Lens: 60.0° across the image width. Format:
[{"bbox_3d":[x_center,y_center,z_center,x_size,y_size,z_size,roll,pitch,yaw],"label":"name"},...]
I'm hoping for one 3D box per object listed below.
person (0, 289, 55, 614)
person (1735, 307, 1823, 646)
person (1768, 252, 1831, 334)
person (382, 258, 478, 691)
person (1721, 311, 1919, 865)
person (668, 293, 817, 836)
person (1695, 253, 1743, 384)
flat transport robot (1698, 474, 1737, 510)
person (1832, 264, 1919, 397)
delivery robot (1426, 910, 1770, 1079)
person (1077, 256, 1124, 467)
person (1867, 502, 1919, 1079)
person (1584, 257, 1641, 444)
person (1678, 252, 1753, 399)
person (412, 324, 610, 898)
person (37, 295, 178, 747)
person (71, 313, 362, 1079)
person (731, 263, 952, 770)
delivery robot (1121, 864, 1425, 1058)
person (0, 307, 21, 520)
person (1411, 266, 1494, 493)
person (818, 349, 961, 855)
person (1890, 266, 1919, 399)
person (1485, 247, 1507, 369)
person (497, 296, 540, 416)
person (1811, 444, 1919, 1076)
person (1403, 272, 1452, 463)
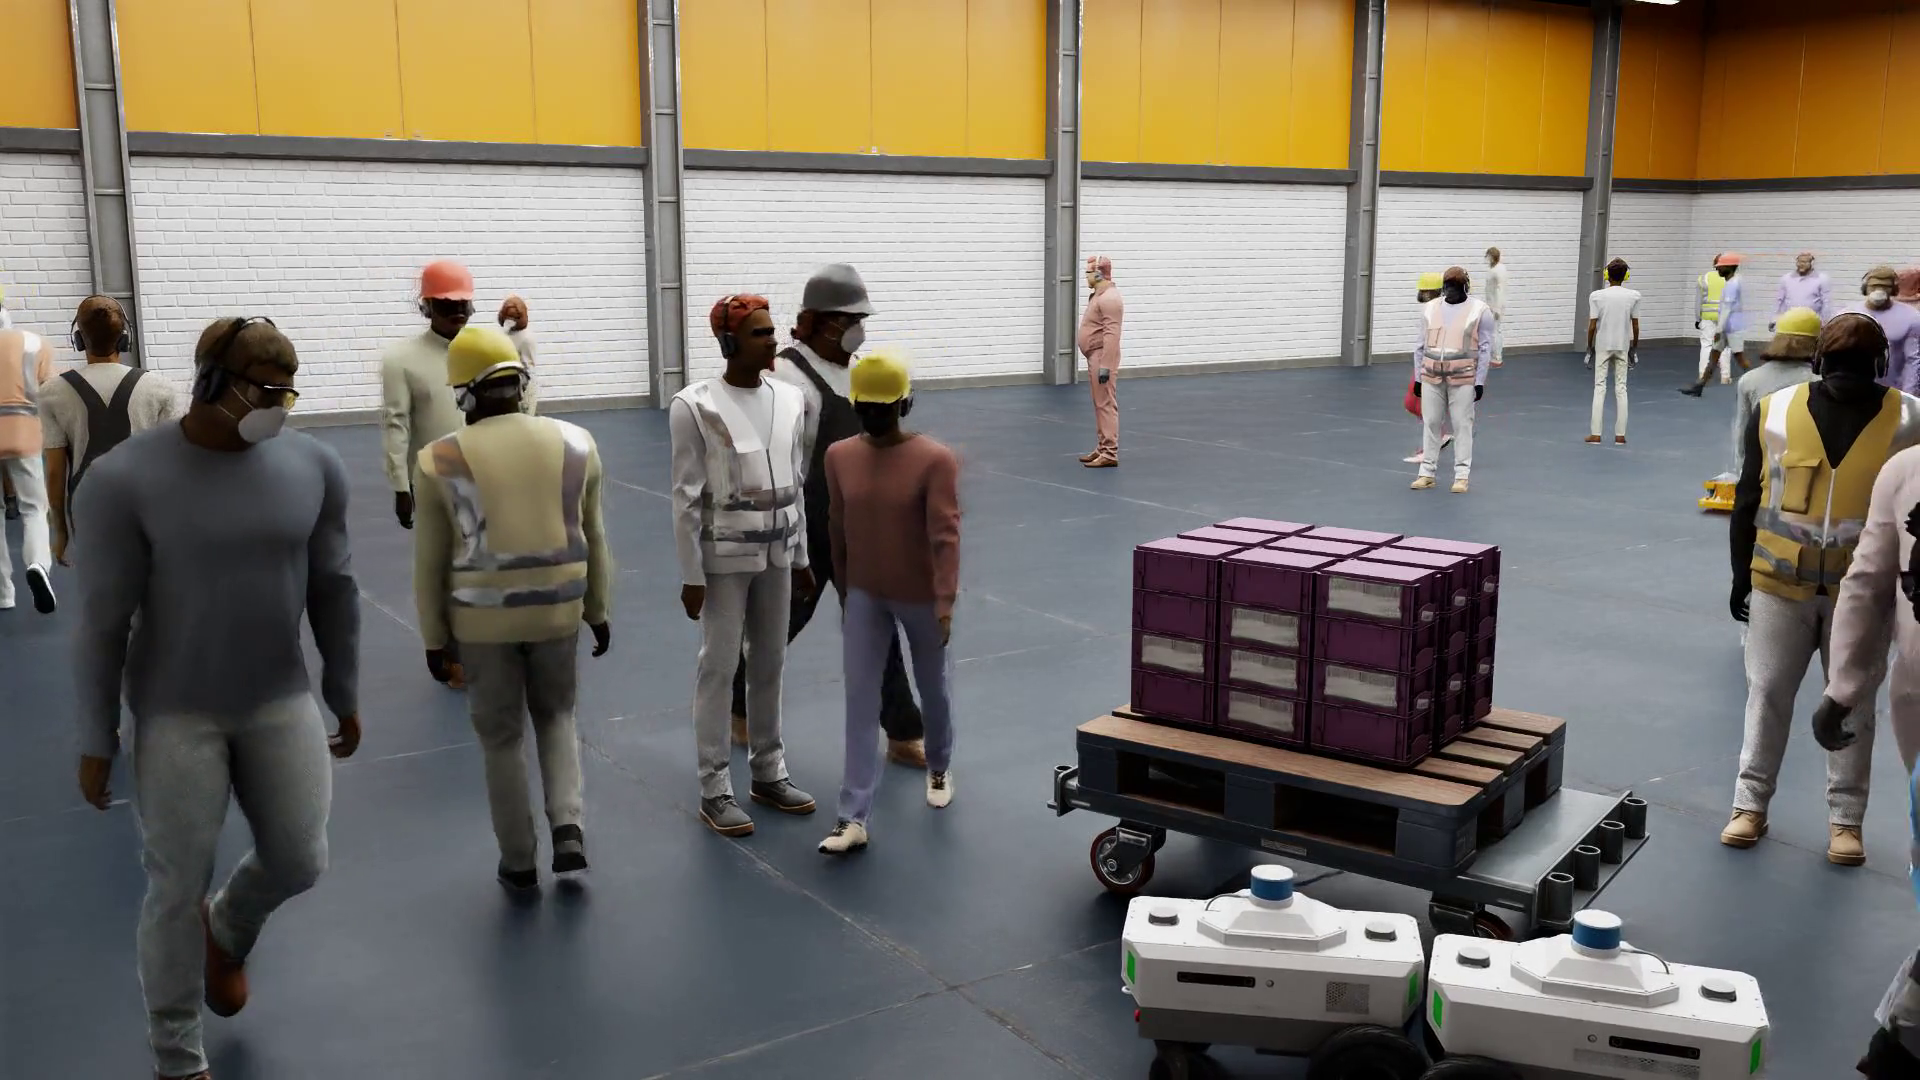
[{"bbox_3d":[-5.229,-0.516,9.086,0.600,1.903,0.730,-7,12,-32],"label":"person"},{"bbox_3d":[4.160,-0.301,8.408,0.483,1.723,0.418,8,13,39],"label":"person"},{"bbox_3d":[11.345,-2.952,22.539,0.933,1.870,0.659,-10,14,-42],"label":"person"},{"bbox_3d":[-2.247,-0.266,7.500,0.659,1.973,0.626,-7,12,-34],"label":"person"},{"bbox_3d":[2.895,0.160,5.562,0.621,1.838,0.429,6,12,31],"label":"person"},{"bbox_3d":[-0.750,0.081,5.864,0.351,1.881,0.582,9,14,42],"label":"person"},{"bbox_3d":[10.771,-3.139,23.630,0.621,1.845,0.429,6,12,31],"label":"person"},{"bbox_3d":[6.258,-0.395,12.891,0.652,0.197,1.431,8,13,37],"label":"flat transport robot"},{"bbox_3d":[6.558,-1.029,11.967,0.632,1.887,1.016,6,12,30],"label":"person"},{"bbox_3d":[1.428,1.081,3.762,0.707,0.478,0.477,4,11,19],"label":"delivery robot"},{"bbox_3d":[1.262,-1.610,15.076,0.402,1.904,0.652,0,10,-2],"label":"person"},{"bbox_3d":[1.797,0.735,2.960,0.741,1.628,0.545,6,12,30],"label":"person"},{"bbox_3d":[6.538,-1.888,16.690,0.513,1.872,0.328,2,11,10],"label":"person"},{"bbox_3d":[9.872,-2.745,21.375,1.008,1.880,0.564,4,11,23],"label":"person"},{"bbox_3d":[-1.401,0.235,5.216,0.604,1.809,0.423,-6,12,-30],"label":"person"},{"bbox_3d":[-3.410,-0.064,6.759,0.510,1.846,0.341,-5,12,-26],"label":"person"},{"bbox_3d":[-1.814,0.403,4.032,0.693,1.901,0.604,-10,14,-42],"label":"person"},{"bbox_3d":[-0.560,-0.129,6.577,1.041,2.000,0.691,7,13,35],"label":"person"},{"bbox_3d":[0.748,1.032,4.035,0.707,0.478,0.477,2,11,10],"label":"delivery robot"},{"bbox_3d":[-7.194,-1.094,12.156,0.552,1.935,0.370,-6,12,-31],"label":"person"},{"bbox_3d":[4.003,-1.308,13.597,0.627,1.843,0.429,7,12,34],"label":"person"},{"bbox_3d":[-0.219,0.186,5.770,0.545,1.701,0.940,3,11,18],"label":"person"},{"bbox_3d":[7.148,-1.136,12.597,0.646,1.871,0.920,5,11,23],"label":"person"},{"bbox_3d":[8.471,-3.670,26.416,0.385,1.906,0.787,2,11,10],"label":"person"},{"bbox_3d":[-3.617,-1.195,13.603,0.362,1.605,0.657,-7,13,-35],"label":"person"},{"bbox_3d":[2.519,0.414,4.158,1.038,1.841,0.643,-7,12,-33],"label":"person"},{"bbox_3d":[4.289,-1.574,15.258,0.382,1.755,0.543,1,10,3],"label":"person"}]
